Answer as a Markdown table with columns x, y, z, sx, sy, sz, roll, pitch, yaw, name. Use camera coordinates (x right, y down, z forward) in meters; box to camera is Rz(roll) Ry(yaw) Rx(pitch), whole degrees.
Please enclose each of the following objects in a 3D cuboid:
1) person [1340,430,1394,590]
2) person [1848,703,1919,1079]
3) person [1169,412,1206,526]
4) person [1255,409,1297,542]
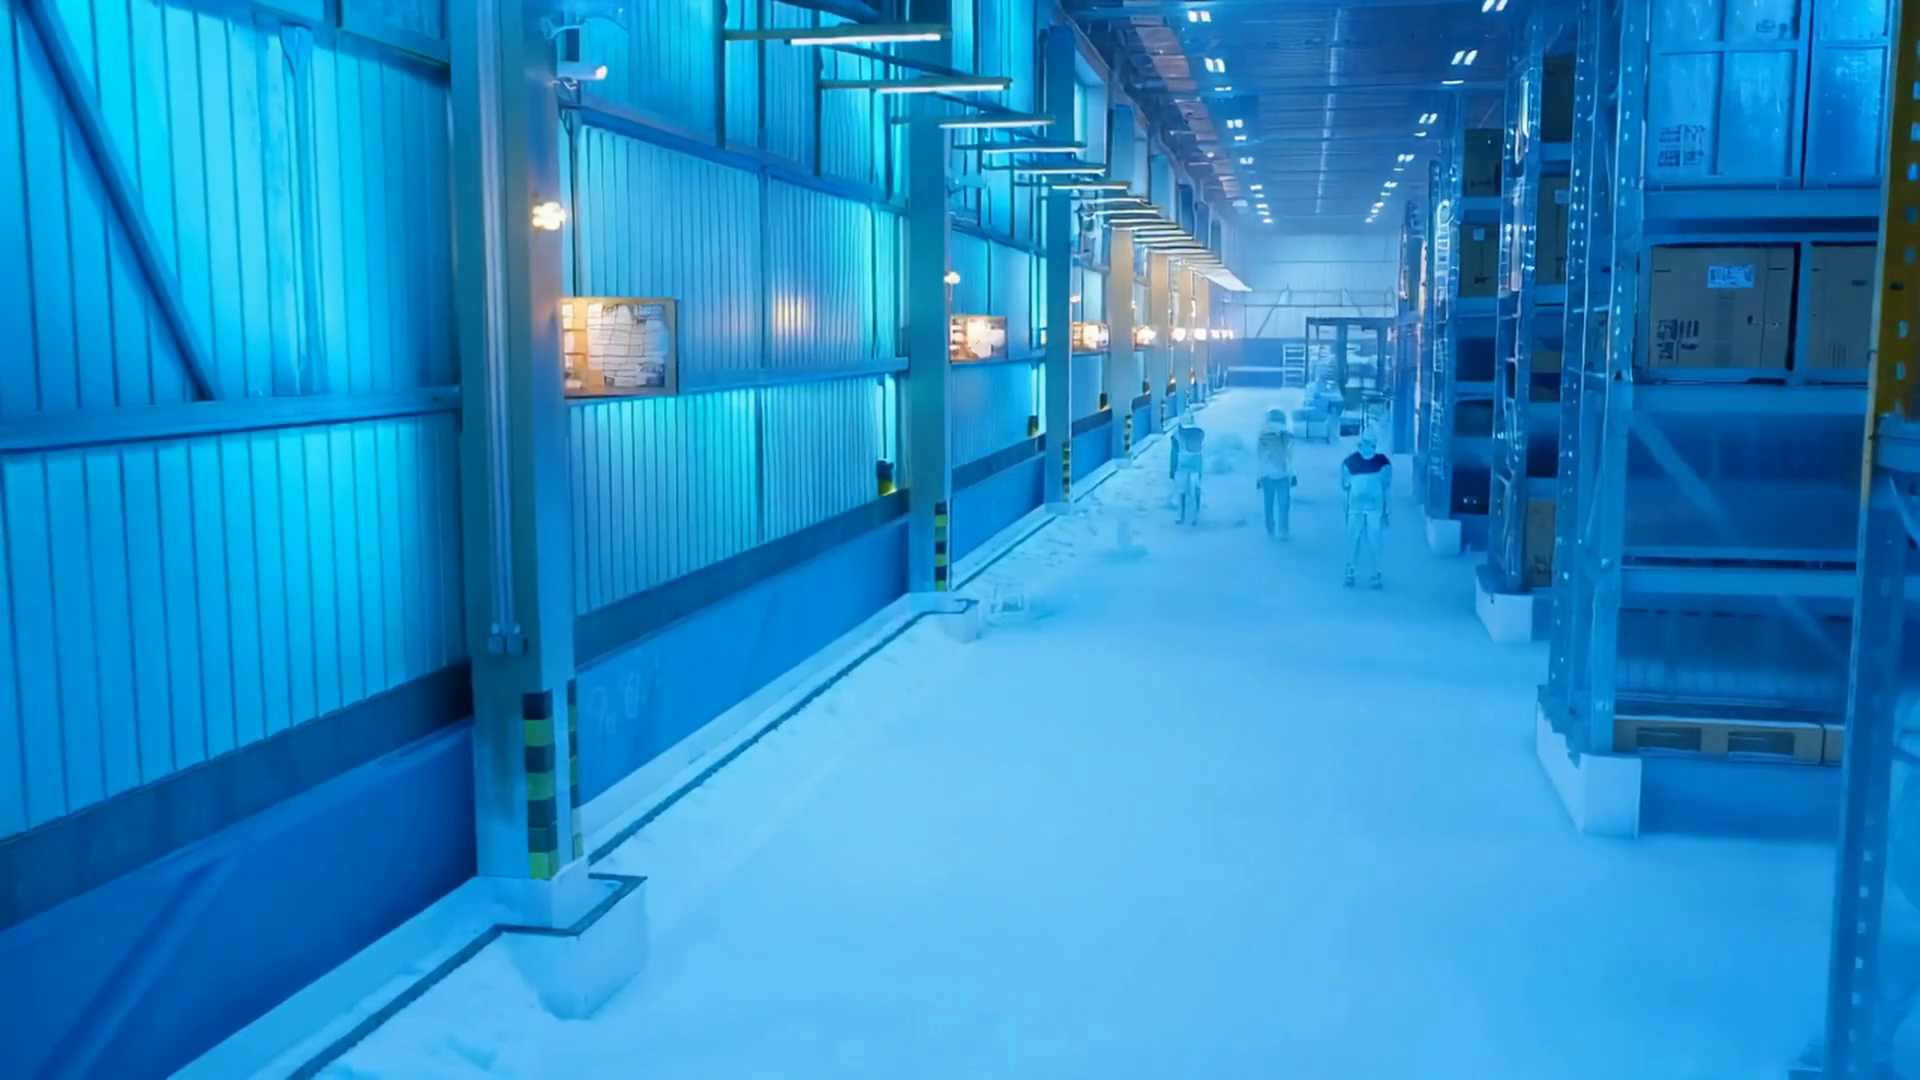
| x | y | z | sx | sy | sz | roll | pitch | yaw | name |
| --- | --- | --- | --- | --- | --- | --- | --- | --- | --- |
| 4.887 | -0.355 | 20.036 | 0.625 | 1.931 | 0.370 | 4 | 8 | 28 | person |
| 3.627 | 1.446 | 6.416 | 0.428 | 1.721 | 0.507 | 2 | 7 | 13 | person |
| 3.622 | -1.138 | 26.653 | 0.621 | 1.837 | 0.429 | -3 | 8 | -22 | person |
| 4.667 | -0.932 | 24.474 | 0.657 | 1.960 | 0.857 | 0 | 7 | -1 | person |
